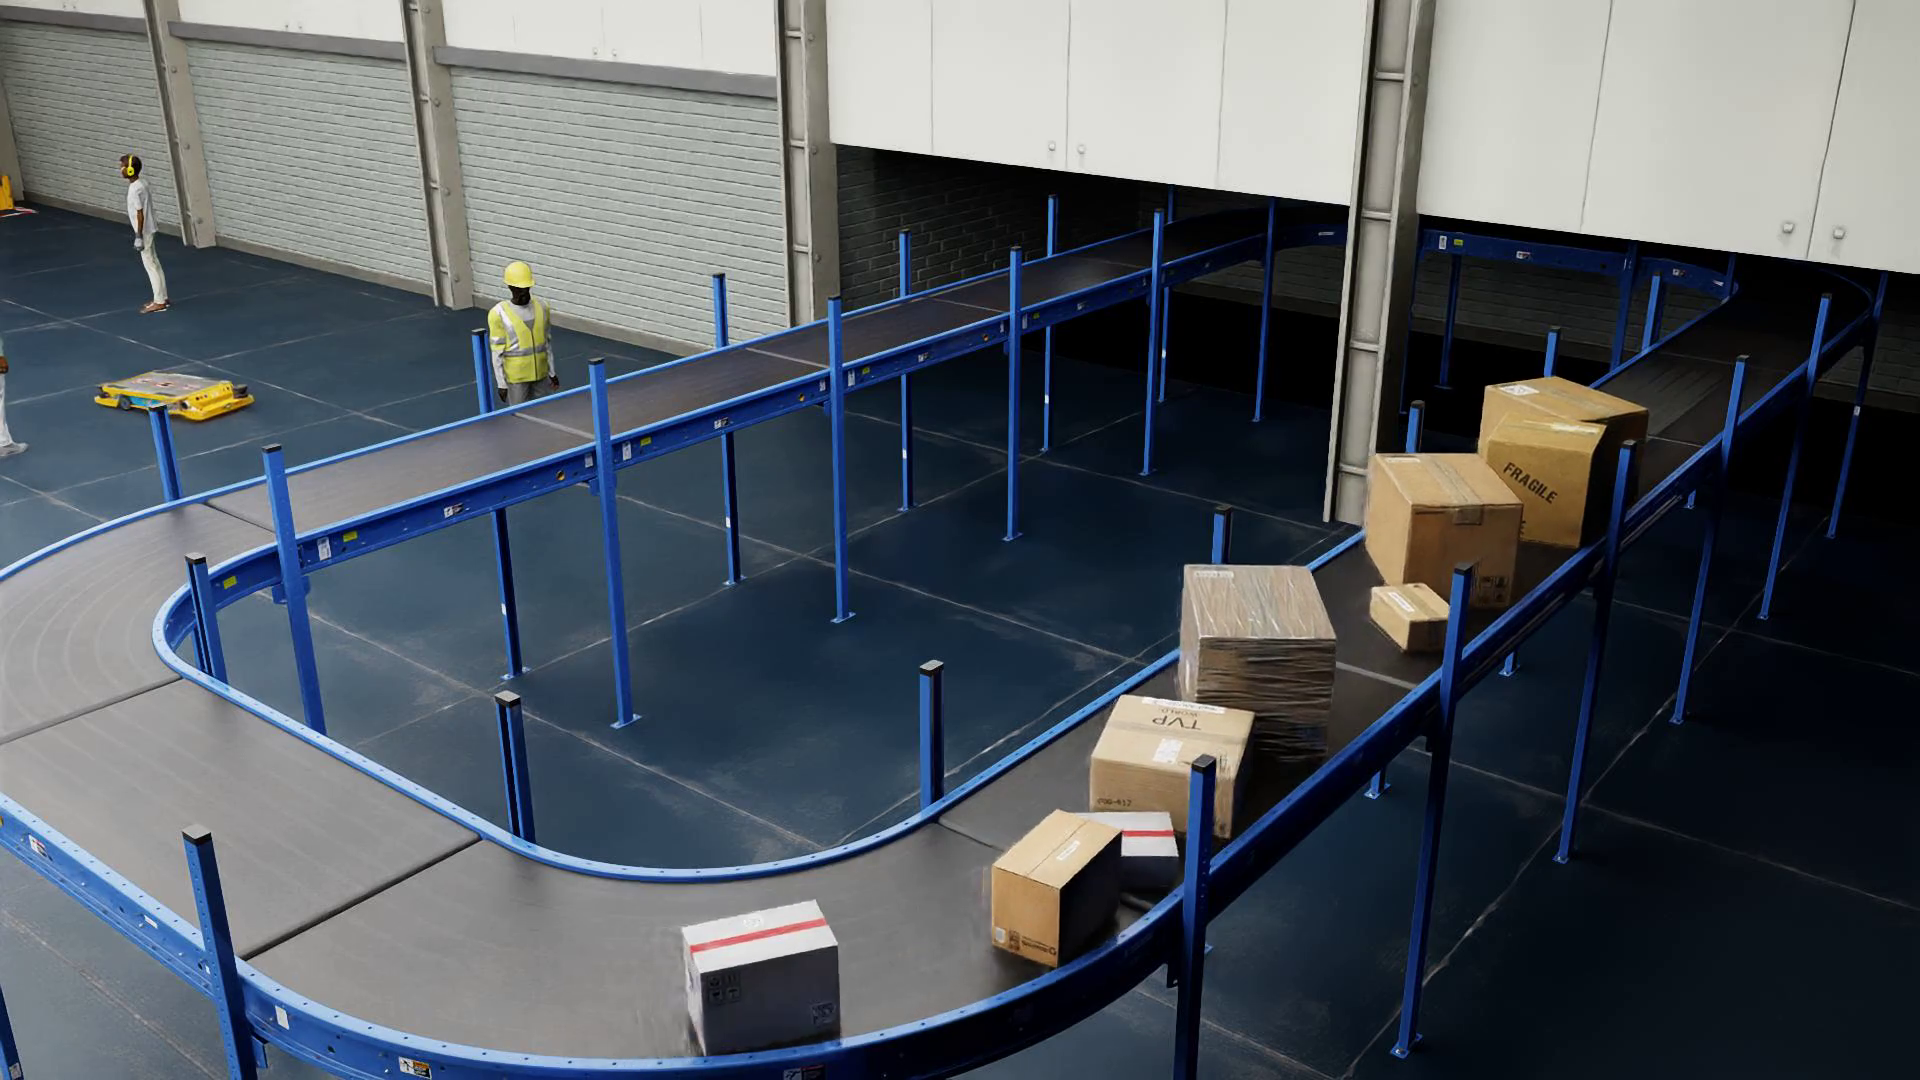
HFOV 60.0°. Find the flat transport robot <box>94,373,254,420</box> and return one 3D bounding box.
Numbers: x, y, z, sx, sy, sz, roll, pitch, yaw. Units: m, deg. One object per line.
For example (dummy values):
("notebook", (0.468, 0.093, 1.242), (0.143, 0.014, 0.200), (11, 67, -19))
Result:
("flat transport robot", (-7.788, -1.447, 16.464), (1.431, 0.197, 0.652), (9, 23, 21))

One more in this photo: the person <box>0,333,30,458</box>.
("person", (-8.747, -1.692, 14.853), (0.598, 1.939, 0.413), (12, 24, 27))

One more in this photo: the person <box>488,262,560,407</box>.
("person", (-3.679, -1.415, 14.156), (0.372, 1.925, 0.596), (18, 28, 38))

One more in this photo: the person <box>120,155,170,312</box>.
("person", (-9.825, -3.684, 19.993), (0.328, 1.877, 0.511), (-5, 22, -12))
